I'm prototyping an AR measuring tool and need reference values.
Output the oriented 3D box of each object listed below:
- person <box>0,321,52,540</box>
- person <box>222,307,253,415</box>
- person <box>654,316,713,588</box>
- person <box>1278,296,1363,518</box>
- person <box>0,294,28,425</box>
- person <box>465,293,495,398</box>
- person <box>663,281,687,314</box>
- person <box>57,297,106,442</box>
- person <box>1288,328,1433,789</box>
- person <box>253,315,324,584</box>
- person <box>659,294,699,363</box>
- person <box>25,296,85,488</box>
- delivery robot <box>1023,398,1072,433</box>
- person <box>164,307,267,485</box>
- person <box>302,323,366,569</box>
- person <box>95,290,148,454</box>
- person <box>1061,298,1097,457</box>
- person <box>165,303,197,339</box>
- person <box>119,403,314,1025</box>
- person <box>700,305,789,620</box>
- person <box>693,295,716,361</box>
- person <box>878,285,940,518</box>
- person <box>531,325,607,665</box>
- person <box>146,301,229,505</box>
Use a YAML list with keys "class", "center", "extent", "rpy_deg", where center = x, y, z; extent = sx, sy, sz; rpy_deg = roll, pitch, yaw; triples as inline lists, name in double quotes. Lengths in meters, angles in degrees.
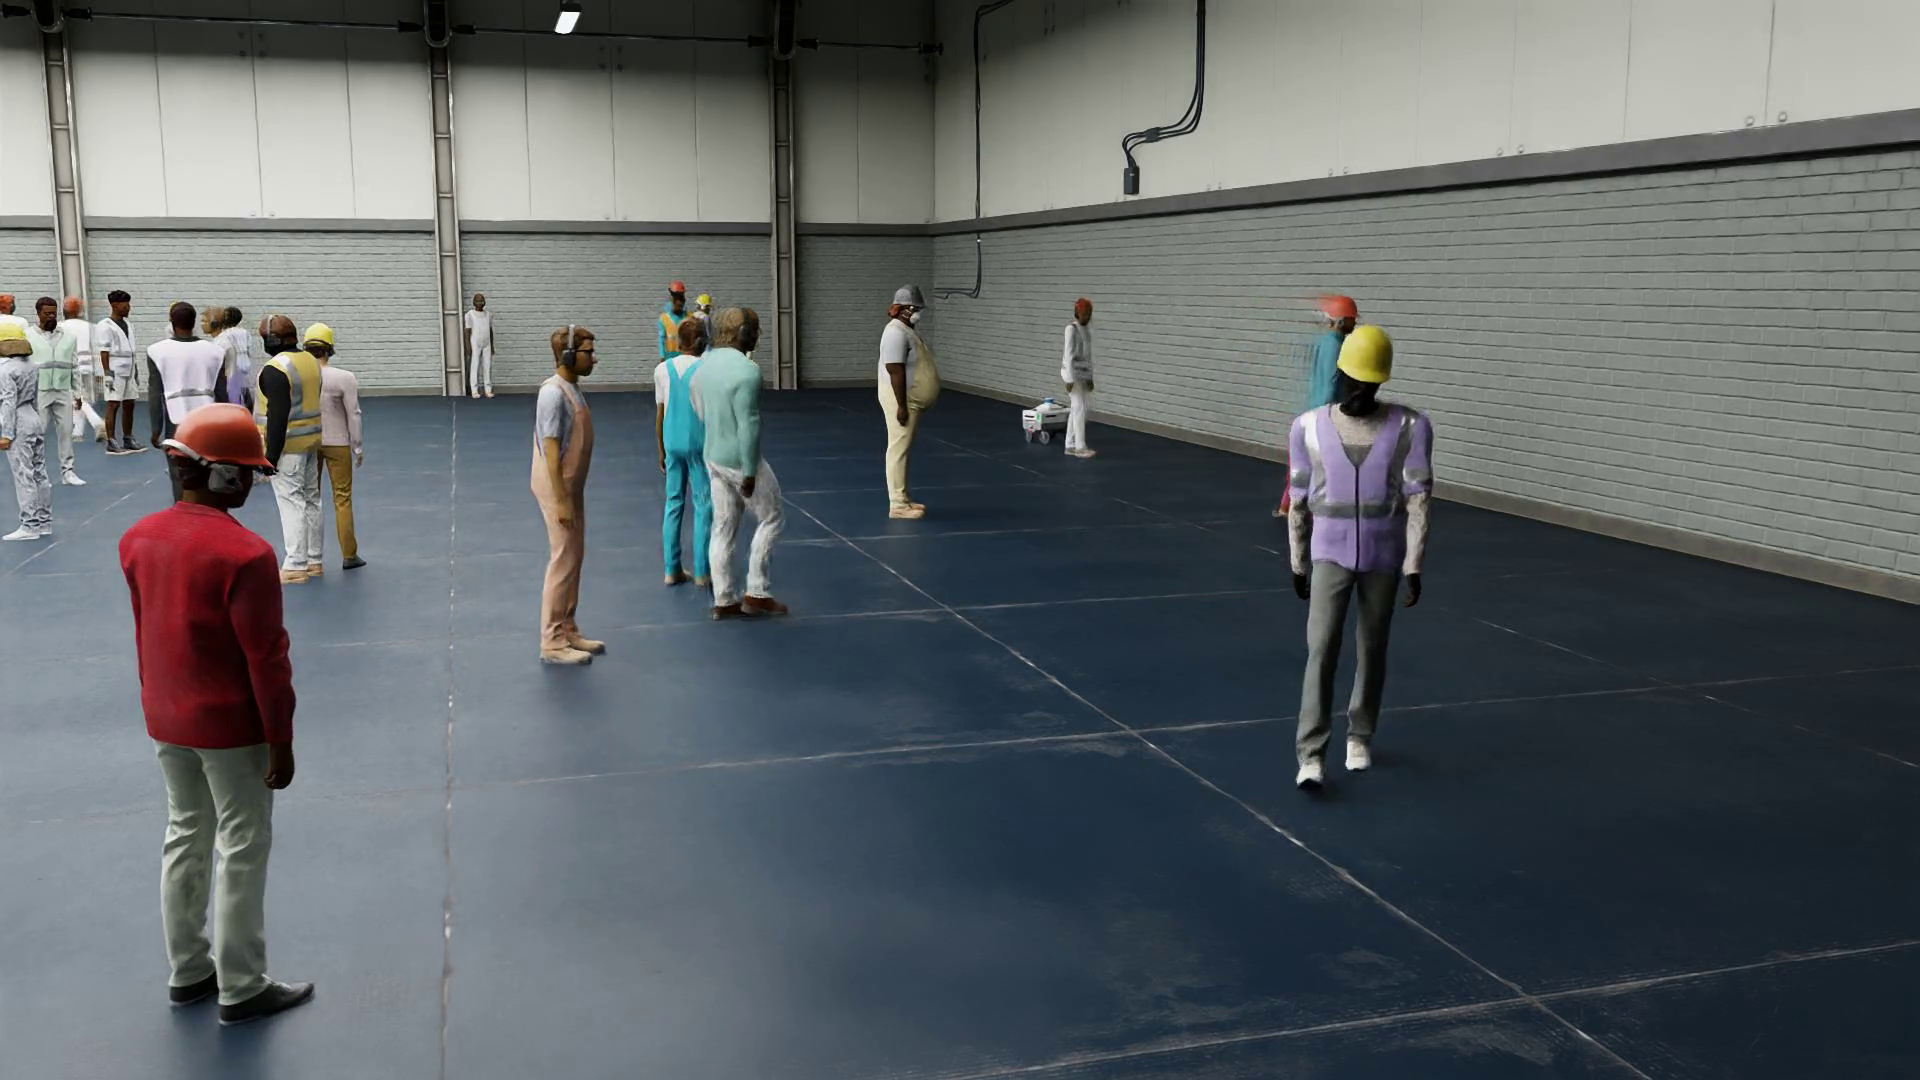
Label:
- class: "person"
  center: [-7.535, -0.873, 13.325]
  extent: [0.294, 1.744, 0.486]
  rpy_deg: [-1, 9, -4]
- class: "person"
  center: [-10.022, -2.374, 23.033]
  extent: [0.315, 1.698, 0.541]
  rpy_deg: [2, 9, 12]
- class: "person"
  center: [-1.808, -0.587, 11.219]
  extent: [0.517, 1.836, 0.348]
  rpy_deg: [3, 9, 17]
- class: "person"
  center: [3.238, -1.118, 14.283]
  extent: [1.028, 1.934, 0.634]
  rpy_deg: [1, 9, 4]
- class: "person"
  center: [-12.574, -2.308, 22.036]
  extent: [0.574, 1.883, 0.360]
  rpy_deg: [0, 9, -3]
- class: "person"
  center: [-8.392, -3.389, 29.100]
  extent: [0.501, 1.839, 0.341]
  rpy_deg: [-8, 12, -42]
- class: "person"
  center: [-5.030, -3.583, 29.660]
  extent: [0.386, 2.041, 0.615]
  rpy_deg: [-9, 12, -44]
- class: "person"
  center: [-11.147, -2.147, 21.110]
  extent: [0.866, 1.858, 0.570]
  rpy_deg: [4, 10, 23]
- class: "person"
  center: [1.608, 0.092, 6.767]
  extent: [0.581, 1.874, 0.925]
  rpy_deg: [2, 9, 14]
- class: "person"
  center: [-4.609, -0.619, 11.410]
  extent: [0.429, 1.838, 0.621]
  rpy_deg: [1, 9, 4]
- class: "person"
  center: [-4.413, -2.933, 26.142]
  extent: [0.611, 1.855, 0.993]
  rpy_deg: [-1, 9, -5]
- class: "person"
  center: [-9.106, -1.474, 16.644]
  extent: [0.392, 1.910, 0.585]
  rpy_deg: [7, 11, 37]
- class: "delivery robot"
  center: [1.132, -1.568, 21.238]
  extent: [0.707, 0.478, 0.477]
  rpy_deg: [-8, 12, -41]
- class: "person"
  center: [-7.444, -1.412, 16.573]
  extent: [0.967, 1.796, 0.540]
  rpy_deg: [-4, 10, -26]
- class: "person"
  center: [-4.546, -0.662, 11.913]
  extent: [0.535, 1.765, 0.322]
  rpy_deg: [-1, 9, -6]
- class: "person"
  center: [-10.009, -1.999, 19.840]
  extent: [0.374, 1.958, 0.607]
  rpy_deg: [2, 9, 9]
- class: "person"
  center: [1.427, -1.902, 19.501]
  extent: [0.485, 1.868, 0.613]
  rpy_deg: [5, 10, 27]
- class: "person"
  center: [-11.464, -2.620, 24.496]
  extent: [0.311, 1.735, 0.484]
  rpy_deg: [6, 11, 35]
- class: "person"
  center: [-2.063, 0.486, 4.673]
  extent: [0.574, 1.738, 0.352]
  rpy_deg: [5, 10, 27]
- class: "person"
  center: [-1.286, -0.466, 10.151]
  extent: [0.577, 1.924, 0.633]
  rpy_deg: [-7, 11, -38]
- class: "person"
  center: [-4.285, -3.180, 27.794]
  extent: [0.404, 1.821, 0.589]
  rpy_deg: [-6, 11, -32]
- class: "person"
  center: [-0.442, -1.220, 14.588]
  extent: [0.536, 2.000, 0.676]
  rpy_deg: [1, 9, 4]
- class: "person"
  center: [-2.134, -0.244, 9.025]
  extent: [0.353, 1.837, 0.523]
  rpy_deg: [0, 9, 2]
- class: "person"
  center: [-6.014, -0.902, 13.013]
  extent: [0.598, 1.906, 0.417]
  rpy_deg: [-8, 12, -43]
